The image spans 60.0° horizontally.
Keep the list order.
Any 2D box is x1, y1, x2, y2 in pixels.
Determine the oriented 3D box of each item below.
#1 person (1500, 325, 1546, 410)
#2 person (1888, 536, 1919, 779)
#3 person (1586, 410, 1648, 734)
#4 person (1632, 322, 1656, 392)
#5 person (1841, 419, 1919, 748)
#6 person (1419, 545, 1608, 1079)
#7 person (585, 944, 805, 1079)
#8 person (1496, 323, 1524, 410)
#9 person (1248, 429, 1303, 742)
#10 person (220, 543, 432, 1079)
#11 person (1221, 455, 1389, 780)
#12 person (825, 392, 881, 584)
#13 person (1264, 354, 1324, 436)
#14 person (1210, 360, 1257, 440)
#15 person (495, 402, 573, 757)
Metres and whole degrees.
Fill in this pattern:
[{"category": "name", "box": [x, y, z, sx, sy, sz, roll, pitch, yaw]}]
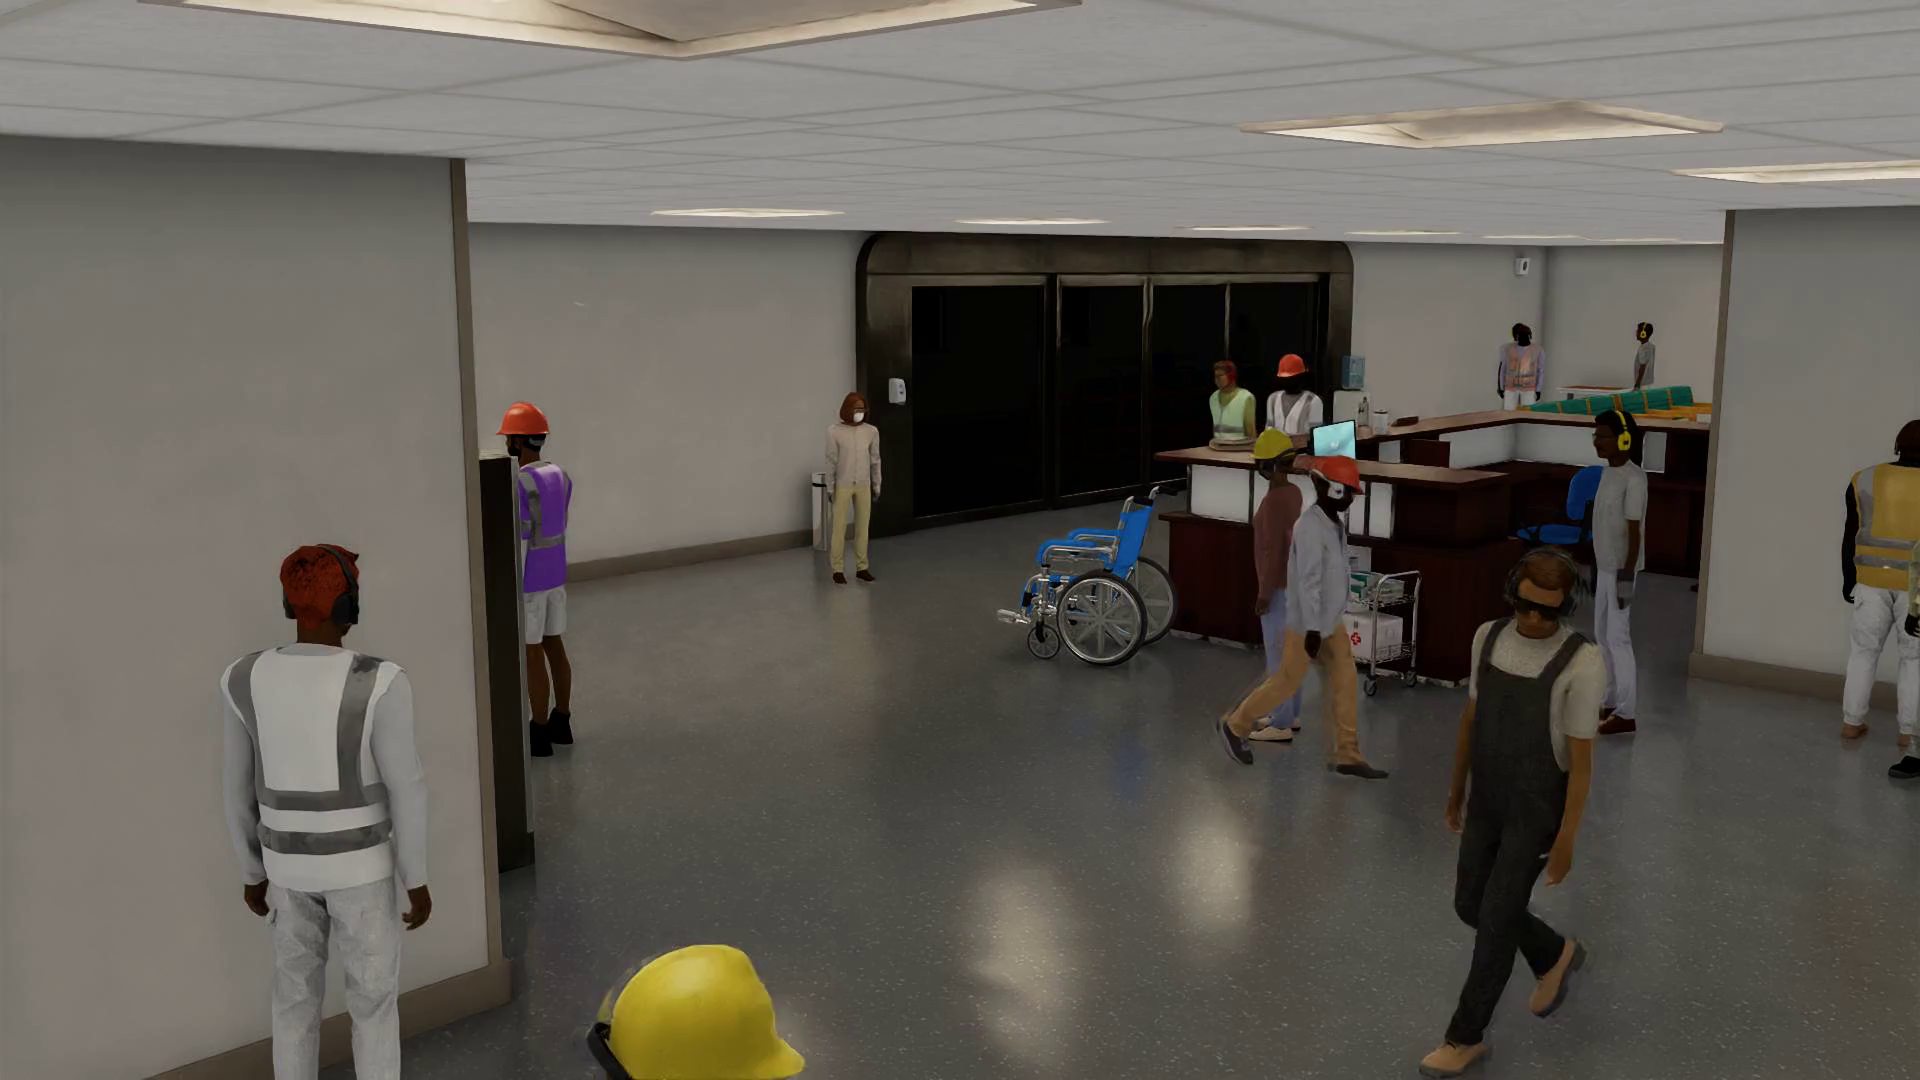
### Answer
[{"category": "person", "box": [8.168, -2.201, 24.218, 0.627, 1.844, 0.429, 5, 11, 29]}, {"category": "person", "box": [5.112, 0.368, 8.483, 0.404, 1.835, 0.587, -5, 11, -30]}, {"category": "person", "box": [3.746, 0.184, 9.544, 0.322, 1.861, 0.514, 0, 9, 1]}, {"category": "person", "box": [10.097, -2.289, 24.656, 0.328, 1.876, 0.513, 7, 12, 37]}, {"category": "person", "box": [5.251, 0.243, 9.274, 0.629, 1.837, 0.429, 8, 12, 42]}, {"category": "person", "box": [1.876, 0.880, 5.479, 0.692, 1.798, 0.567, -5, 11, -30]}, {"category": "person", "box": [-0.404, 1.415, 2.294, 0.555, 1.754, 0.572, -1, 9, -4]}, {"category": "person", "box": [8.266, -2.301, 24.805, 0.524, 1.856, 0.338, 7, 11, 35]}, {"category": "person", "box": [1.772, 0.256, 9.386, 0.327, 1.765, 0.528, 5, 10, 26]}, {"category": "person", "box": [-1.805, 0.945, 4.788, 0.581, 1.882, 0.339, 1, 9, 8]}, {"category": "person", "box": [1.828, 0.390, 8.768, 0.875, 1.693, 0.566, 6, 11, 35]}, {"category": "person", "box": [-0.902, -0.438, 14.080, 0.504, 1.627, 0.285, -5, 10, -26]}, {"category": "person", "box": [2.988, -0.714, 14.869, 0.547, 1.913, 0.539, 9, 13, 43]}, {"category": "person", "box": [2.596, -0.796, 15.753, 0.633, 1.830, 0.631, -7, 12, -37]}, {"category": "person", "box": [-2.343, 0.216, 9.098, 0.360, 1.938, 0.546, 3, 10, 17]}]
